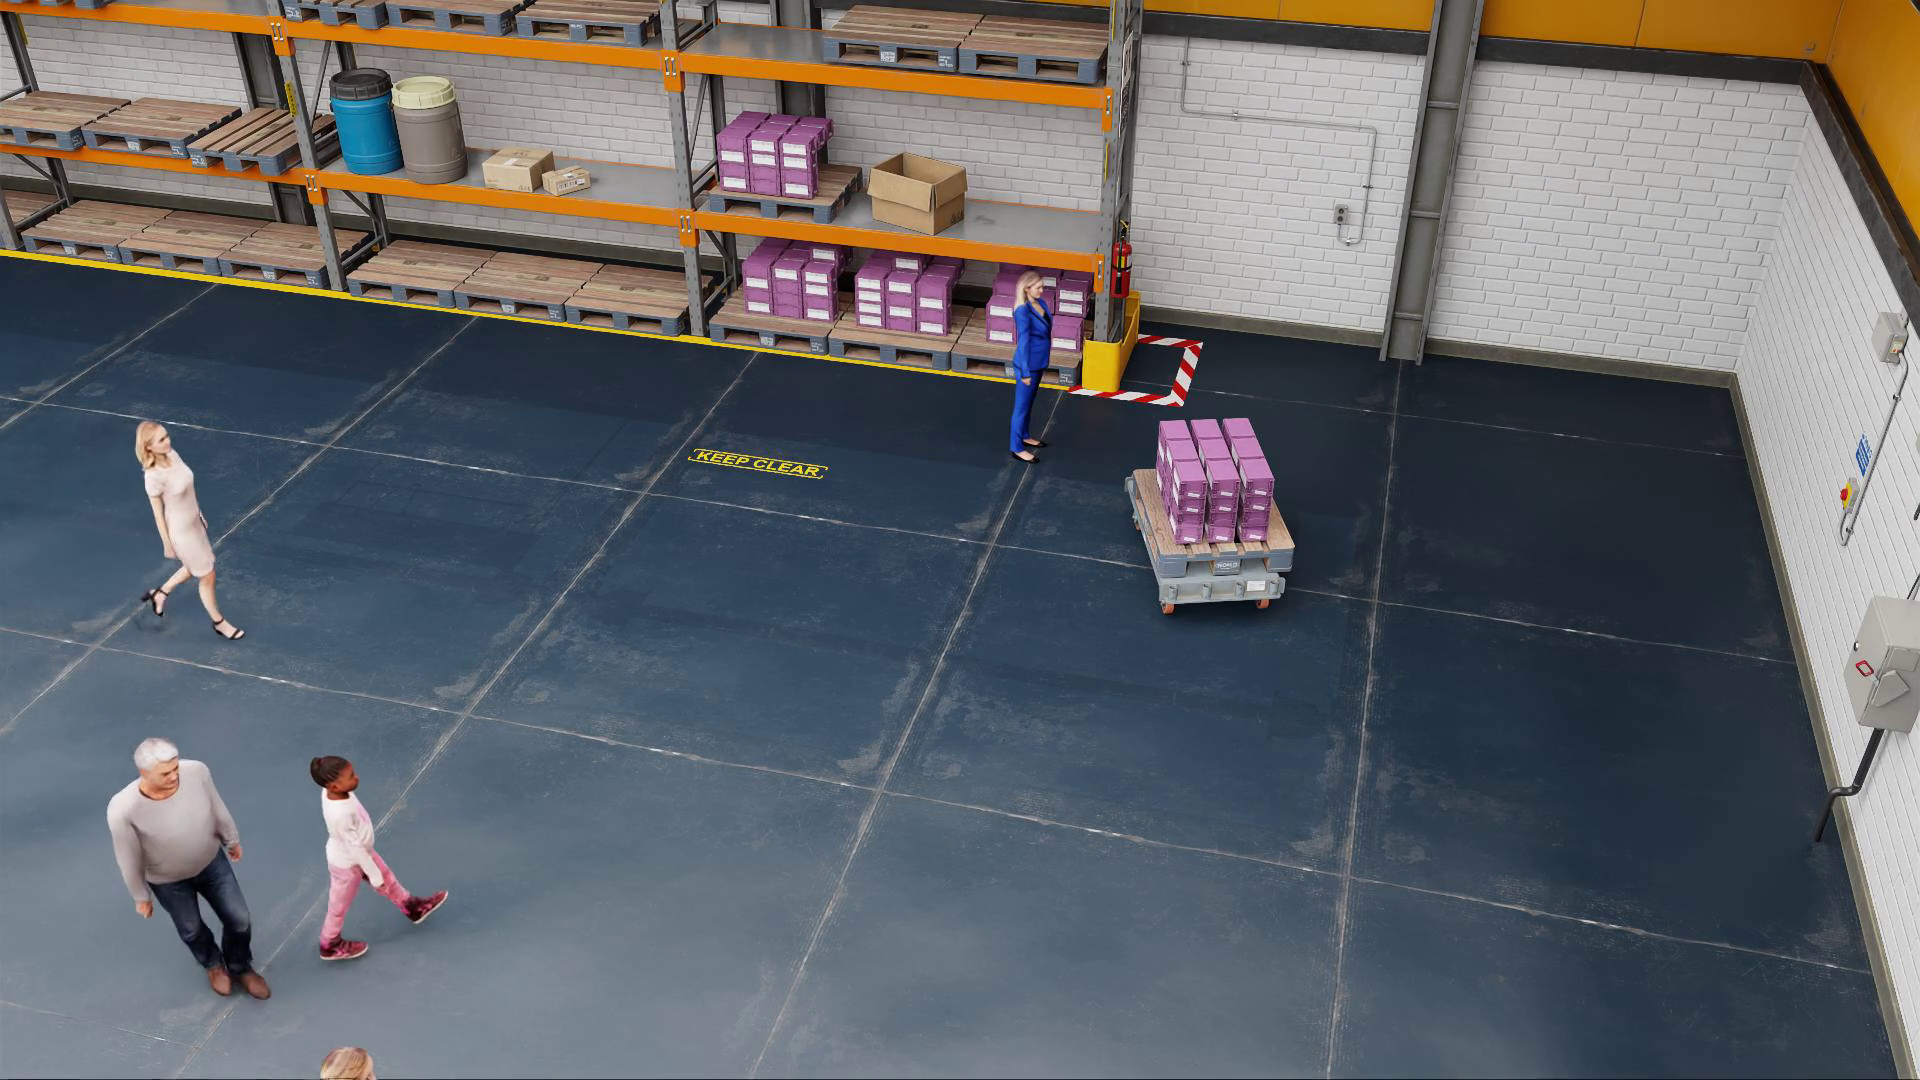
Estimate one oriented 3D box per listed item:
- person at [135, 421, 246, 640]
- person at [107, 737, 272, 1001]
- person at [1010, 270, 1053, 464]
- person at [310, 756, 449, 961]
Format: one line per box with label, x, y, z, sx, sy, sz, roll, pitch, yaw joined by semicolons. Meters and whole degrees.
person;-5.568;-0.055;11.764;0.974;1.814;0.704;2;34;3
person;-4.229;1.736;9.018;0.929;1.869;0.952;-28;43;-36
person;0.569;-1.477;14.006;0.539;1.700;0.616;10;35;14
person;-3.497;1.798;9.339;1.055;1.411;0.915;-12;35;-18
